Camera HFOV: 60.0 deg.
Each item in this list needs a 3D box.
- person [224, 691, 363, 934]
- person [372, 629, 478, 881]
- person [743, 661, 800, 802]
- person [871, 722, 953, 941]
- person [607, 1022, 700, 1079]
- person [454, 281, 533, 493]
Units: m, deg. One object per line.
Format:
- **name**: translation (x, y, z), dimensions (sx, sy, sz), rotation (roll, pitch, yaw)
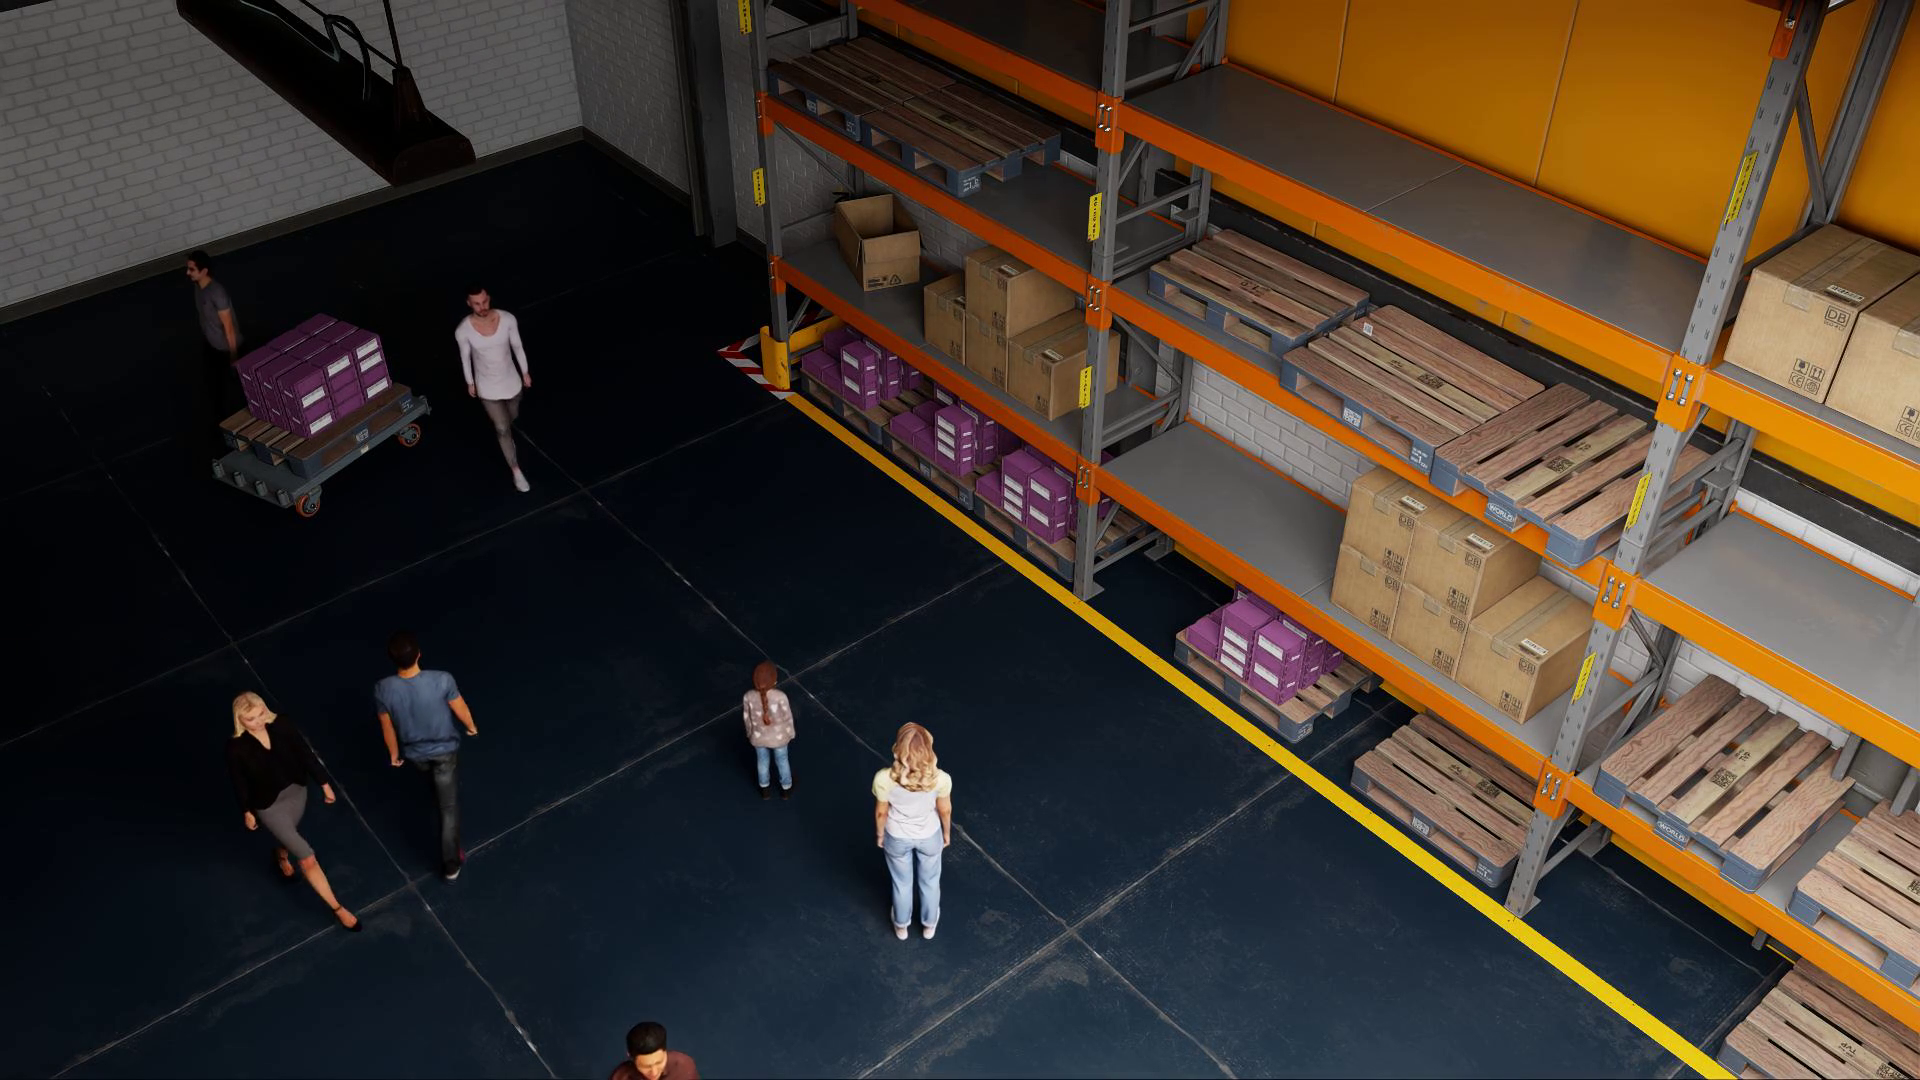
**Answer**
- **person**: translation (-4.143, 1.570, 10.079), dimensions (1.190, 1.783, 0.795), rotation (26, 45, 29)
- **person**: translation (-3.303, 1.351, 10.371), dimensions (1.073, 1.760, 1.269), rotation (-5, 39, -7)
- **person**: translation (-1.254, 1.262, 10.937), dimensions (0.558, 1.194, 0.616), rotation (3, 39, 3)
- **person**: translation (-0.275, 1.754, 9.897), dimensions (0.704, 1.722, 0.727), rotation (-3, 39, -4)
- **person**: translation (-1.555, 2.937, 8.407), dimensions (0.974, 1.733, 1.252), rotation (-11, 40, -13)
- **person**: translation (-3.830, -1.348, 13.713), dimensions (0.793, 1.807, 1.163), rotation (-21, 43, -24)
